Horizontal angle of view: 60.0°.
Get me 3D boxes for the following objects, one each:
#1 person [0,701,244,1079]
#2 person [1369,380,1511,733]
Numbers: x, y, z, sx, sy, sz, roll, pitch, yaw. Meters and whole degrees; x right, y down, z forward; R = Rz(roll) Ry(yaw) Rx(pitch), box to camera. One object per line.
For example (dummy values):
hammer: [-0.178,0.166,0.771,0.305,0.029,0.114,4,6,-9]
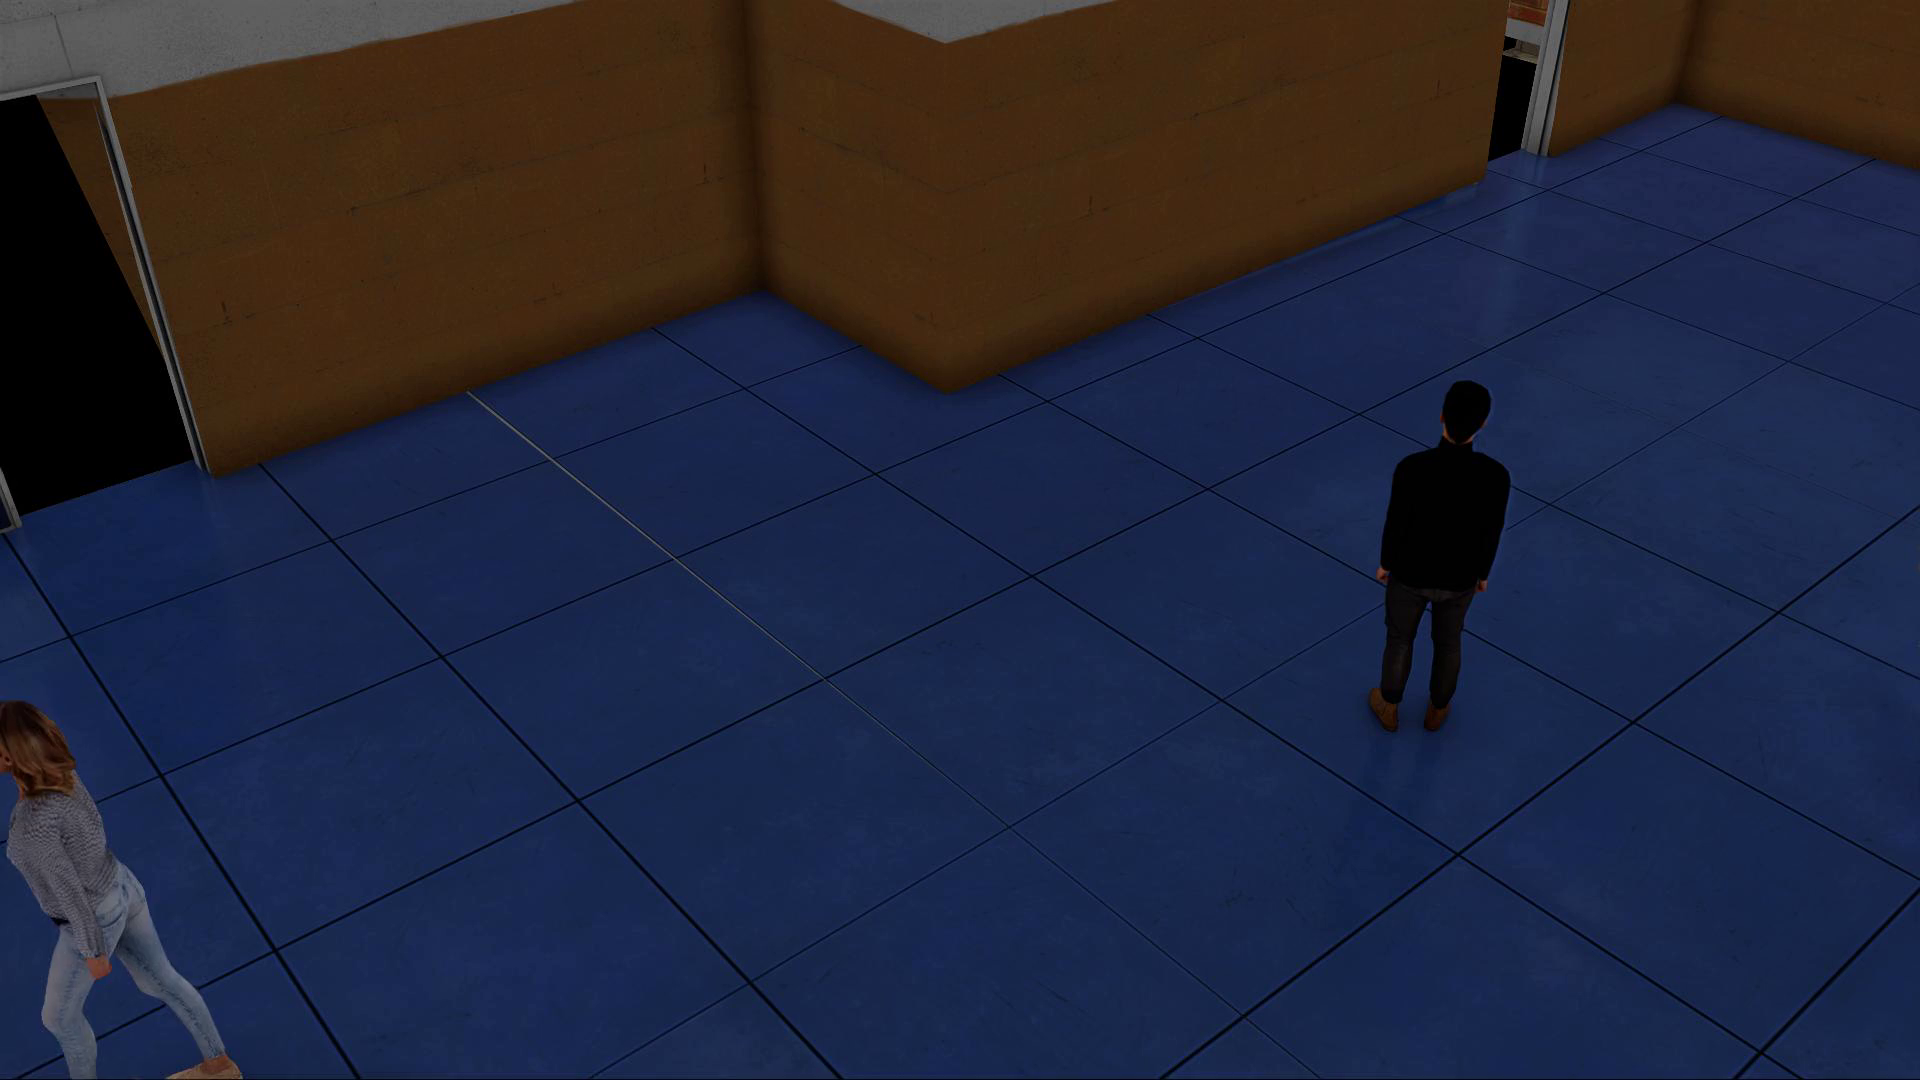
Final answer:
person: [-2.744,1.236,5.476,0.929,1.771,0.988,-7,34,-11]
person: [2.069,0.097,7.233,0.702,1.722,0.775,4,34,6]
